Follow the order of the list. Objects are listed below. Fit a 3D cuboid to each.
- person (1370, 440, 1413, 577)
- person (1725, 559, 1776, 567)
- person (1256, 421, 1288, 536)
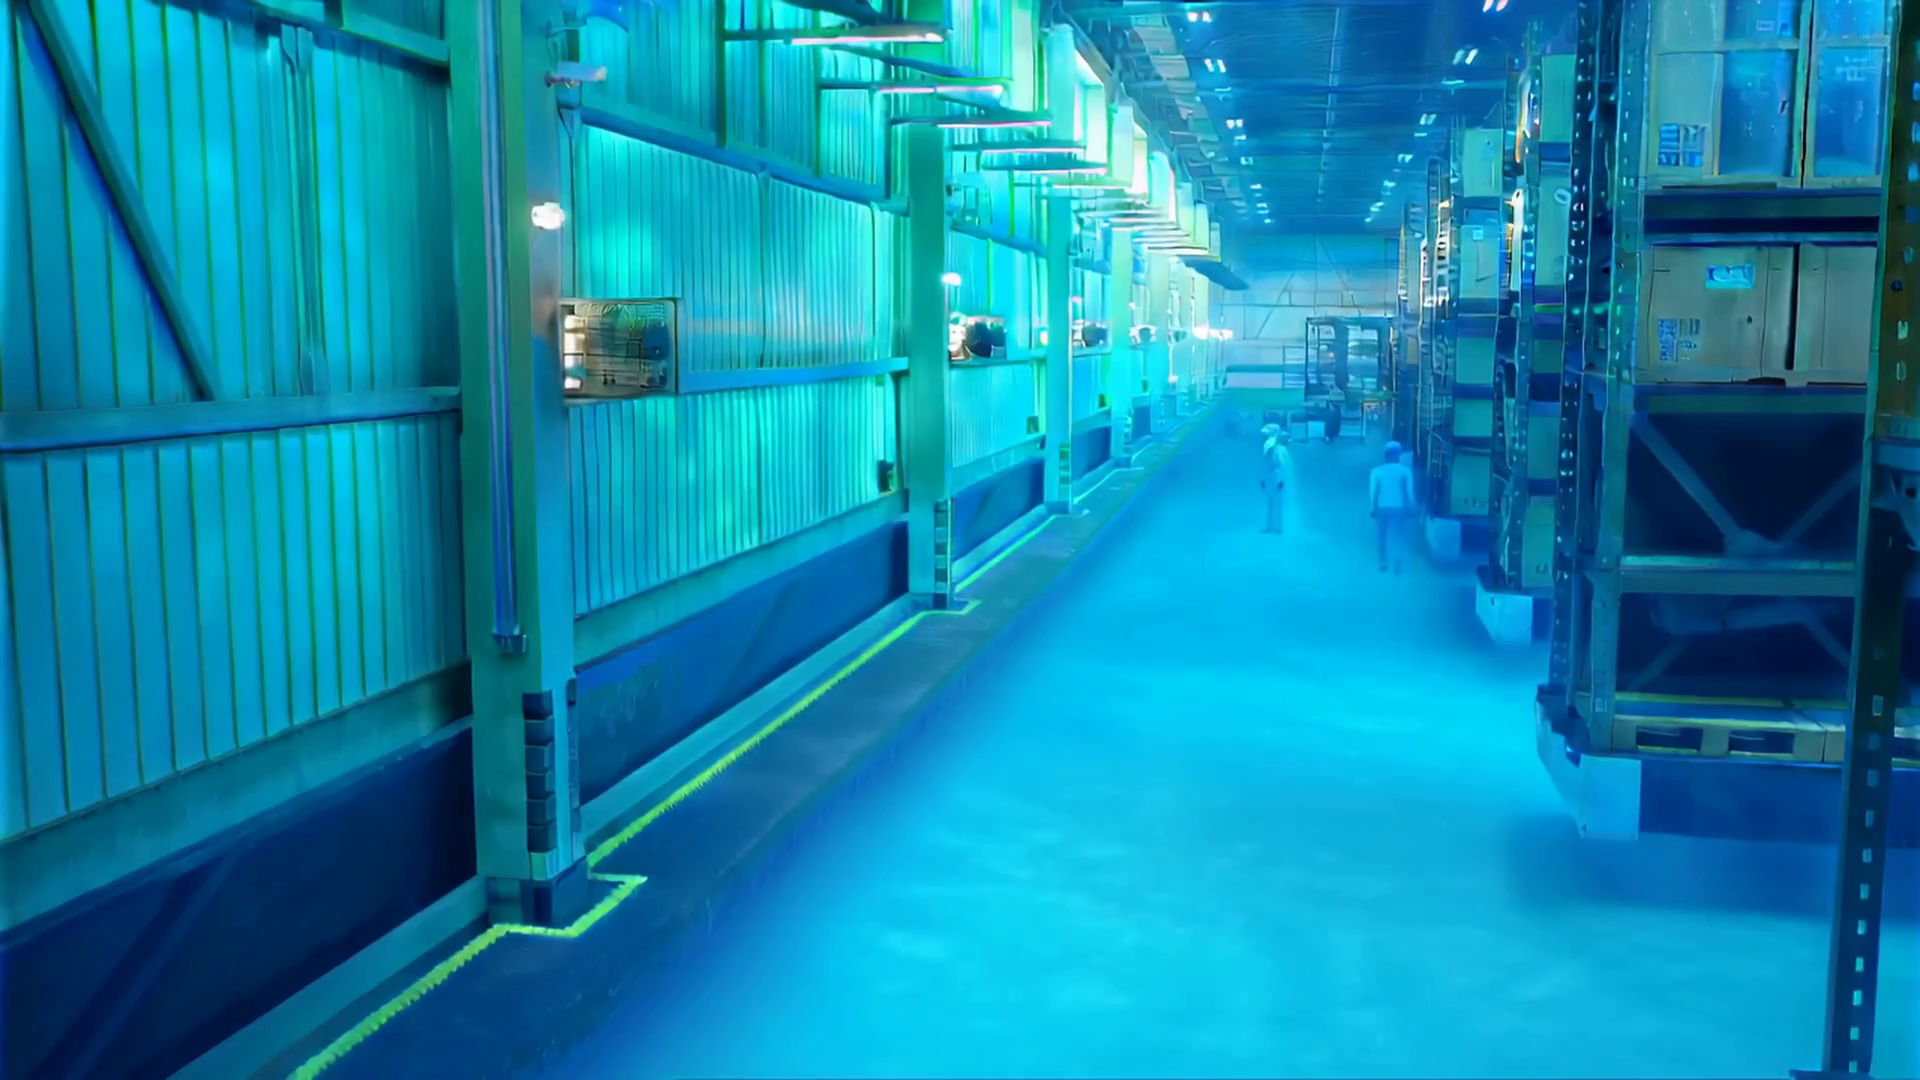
[{"bbox_3d":[5.515,-0.411,21.250,0.541,1.728,0.895,1,7,9],"label":"person"},{"bbox_3d":[7.126,0.352,14.855,0.820,1.811,0.594,3,8,22],"label":"person"},{"bbox_3d":[4.782,-0.948,25.433,0.323,1.755,0.564,-3,8,-23],"label":"person"}]
